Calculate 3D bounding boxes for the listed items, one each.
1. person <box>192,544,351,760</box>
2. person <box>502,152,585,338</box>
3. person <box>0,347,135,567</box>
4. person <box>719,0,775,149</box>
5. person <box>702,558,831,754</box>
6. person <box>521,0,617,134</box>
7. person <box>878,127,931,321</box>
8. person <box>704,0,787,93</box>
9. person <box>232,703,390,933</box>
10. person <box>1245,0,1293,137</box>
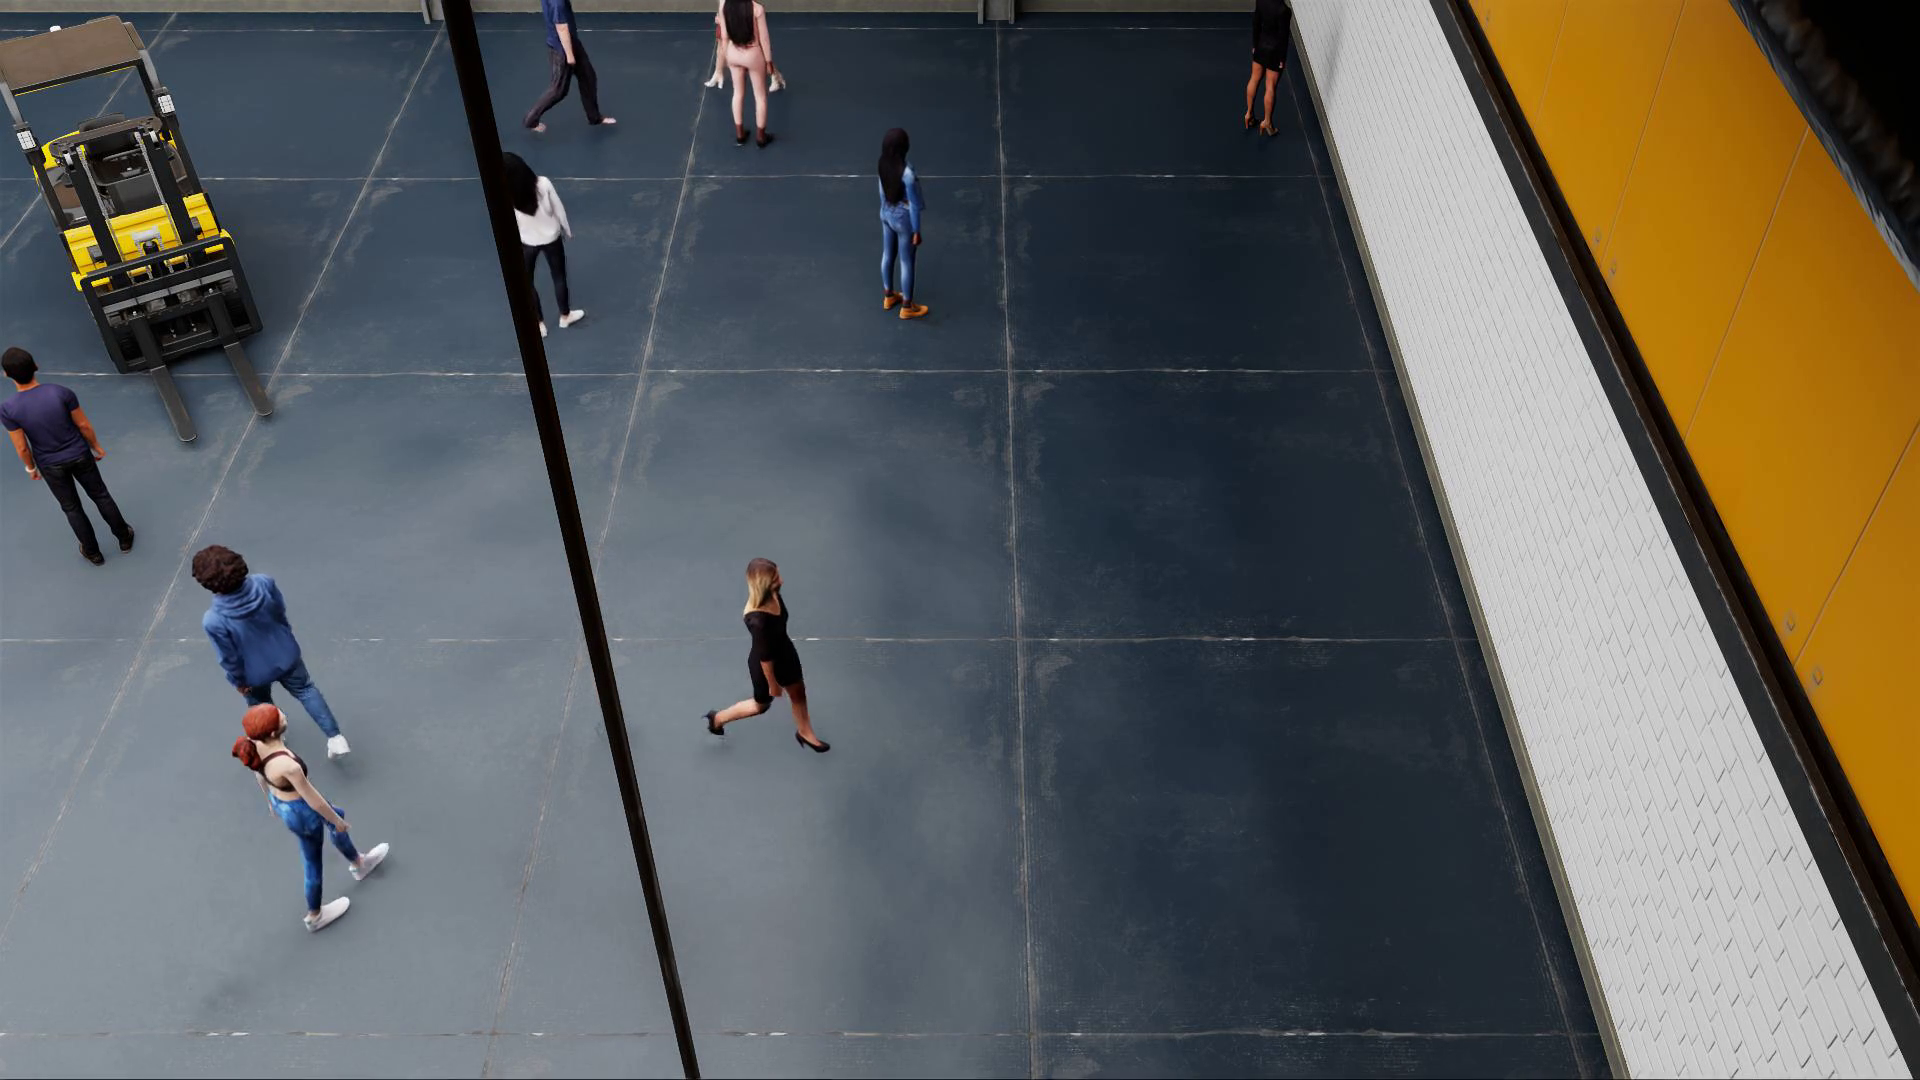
[{"bbox_3d":[-4.178,0.722,10.099,1.152,1.786,1.059,30,51,28],"label":"person"},{"bbox_3d":[-3.367,-2.420,13.478,0.668,1.675,0.873,-3,44,-4],"label":"person"},{"bbox_3d":[-6.175,-0.568,11.449,0.678,1.792,0.774,-28,50,-27],"label":"person"},{"bbox_3d":[-2.008,-4.503,15.633,0.569,1.718,0.747,11,45,11],"label":"person"},{"bbox_3d":[-1.237,0.751,10.169,1.081,1.649,0.692,7,44,7],"label":"person"},{"bbox_3d":[-3.836,-4.649,15.702,1.196,1.834,0.862,-12,45,-12],"label":"person"},{"bbox_3d":[-0.503,-2.606,13.646,0.709,1.712,0.673,-29,51,-27],"label":"person"},{"bbox_3d":[-2.116,-5.147,16.315,1.093,1.710,0.669,4,44,4],"label":"person"},{"bbox_3d":[-3.718,1.581,9.212,0.919,1.767,0.943,29,51,27],"label":"person"},{"bbox_3d":[2.949,-4.635,15.827,0.764,1.641,0.707,-28,50,-26],"label":"person"}]
